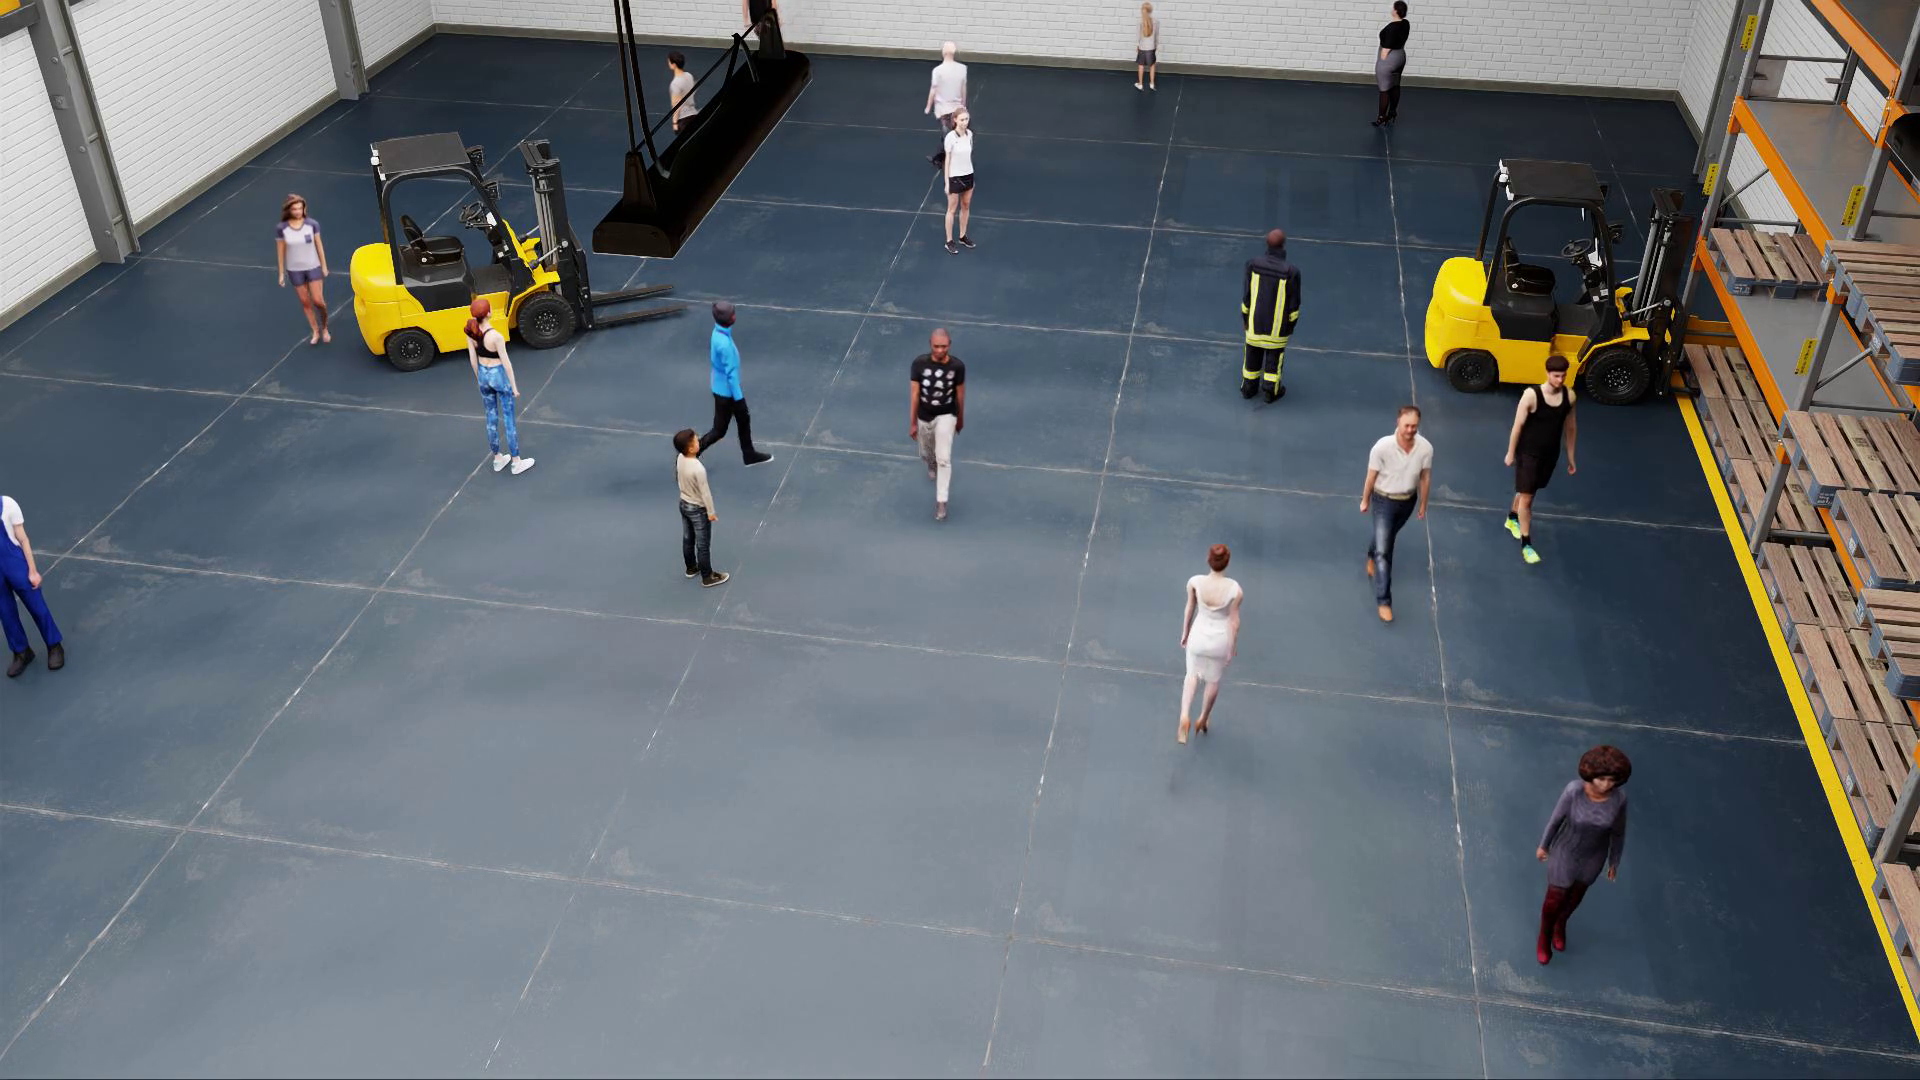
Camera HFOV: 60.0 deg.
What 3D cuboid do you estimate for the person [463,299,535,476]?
[{"bbox_3d":[-4.334,-1.439,15.531,0.602,1.785,0.628,11,35,16],"label":"person"}]

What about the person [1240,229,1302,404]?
[{"bbox_3d":[3.111,-2.266,16.742,0.820,1.821,0.775,15,37,22],"label":"person"}]

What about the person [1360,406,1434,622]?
[{"bbox_3d":[3.605,-0.354,13.881,0.833,1.804,1.302,0,34,0],"label":"person"}]

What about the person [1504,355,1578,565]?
[{"bbox_3d":[5.007,-0.806,14.509,0.931,1.861,1.141,-7,34,-11],"label":"person"}]

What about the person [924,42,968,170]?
[{"bbox_3d":[-0.111,-5.532,21.690,1.242,1.784,1.242,-24,40,-31],"label":"person"}]

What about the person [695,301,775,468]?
[{"bbox_3d":[-2.260,-1.362,15.433,0.947,1.765,1.160,-6,34,-8],"label":"person"}]

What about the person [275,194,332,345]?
[{"bbox_3d":[-7.019,-2.928,17.836,0.734,1.713,0.725,-6,34,-8],"label":"person"}]

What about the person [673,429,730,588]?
[{"bbox_3d":[-2.251,-0.281,14.077,0.679,1.465,0.639,-27,42,-34],"label":"person"}]

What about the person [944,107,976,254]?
[{"bbox_3d":[-0.005,-4.319,19.896,0.673,1.749,0.741,-23,40,-30],"label":"person"}]

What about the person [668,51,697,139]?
[{"bbox_3d":[-3.598,-5.541,21.766,0.705,1.715,0.546,14,36,20],"label":"person"}]

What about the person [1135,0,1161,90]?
[{"bbox_3d":[2.816,-7.441,25.022,0.552,1.275,0.578,-3,34,-4],"label":"person"}]

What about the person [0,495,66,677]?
[{"bbox_3d":[-7.449,0.208,12.995,0.708,1.849,0.697,-7,34,-10],"label":"person"}]

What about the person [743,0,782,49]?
[{"bbox_3d":[-2.941,-7.887,25.196,0.932,1.825,1.335,15,36,21],"label":"person"}]

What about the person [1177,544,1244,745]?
[{"bbox_3d":[1.792,0.816,12.141,0.675,1.782,0.836,14,36,20],"label":"person"}]

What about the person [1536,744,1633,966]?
[{"bbox_3d":[3.907,1.934,10.537,0.616,1.695,0.624,4,34,7],"label":"person"}]

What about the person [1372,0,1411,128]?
[{"bbox_3d":[6.120,-6.751,23.544,0.751,1.761,0.837,-28,43,-35],"label":"person"}]

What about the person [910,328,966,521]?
[{"bbox_3d":[-0.213,-1.133,15.075,0.734,1.780,1.139,1,34,2],"label":"person"}]
